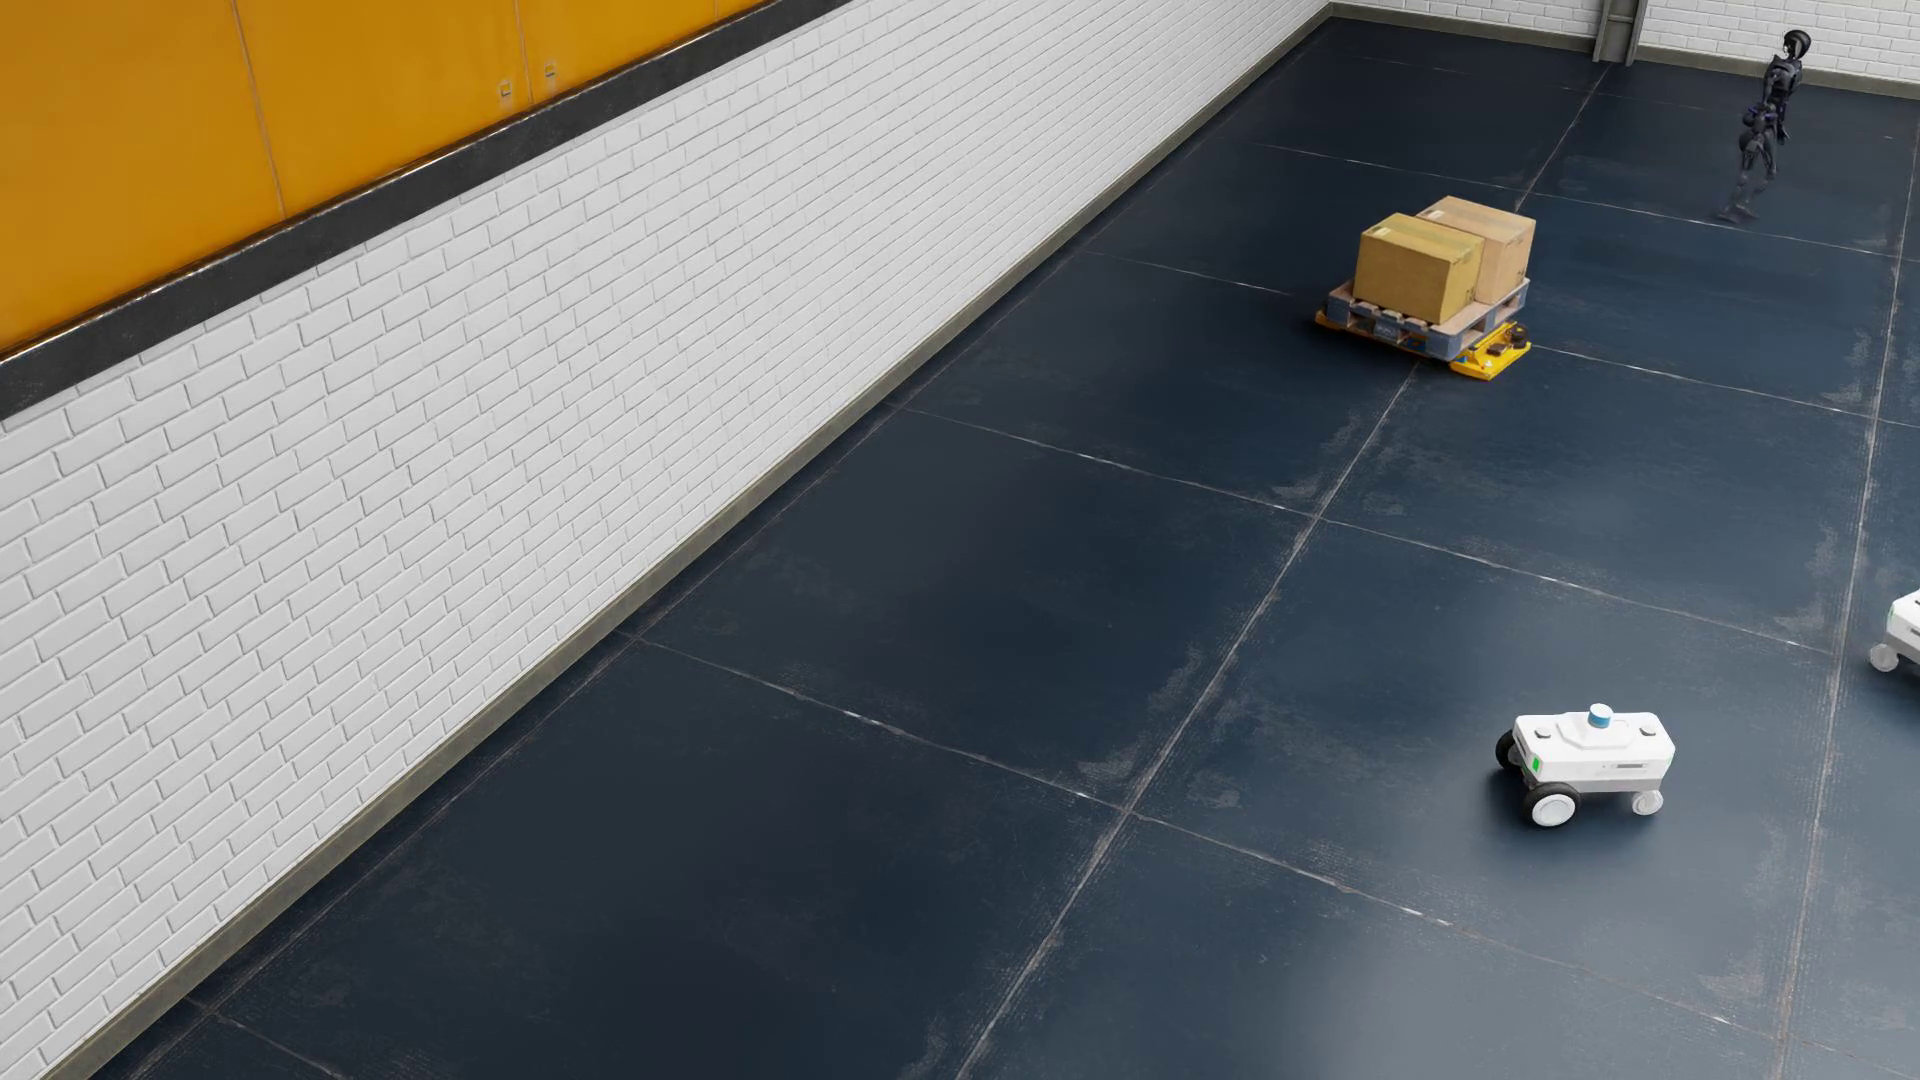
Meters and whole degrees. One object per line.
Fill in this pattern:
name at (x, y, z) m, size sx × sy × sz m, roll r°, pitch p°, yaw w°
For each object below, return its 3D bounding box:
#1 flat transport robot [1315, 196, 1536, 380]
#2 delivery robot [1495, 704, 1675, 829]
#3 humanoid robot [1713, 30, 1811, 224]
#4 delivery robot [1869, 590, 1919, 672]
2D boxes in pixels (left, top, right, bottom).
flat transport robot at (3.428, -1.584, 12.335) m, size 1.431 × 0.231 × 0.659 m, roll 26°, pitch 42°, yaw 33°
delivery robot at (3.052, 1.068, 8.142) m, size 0.794 × 0.606 × 0.499 m, roll -1°, pitch 34°, yaw -2°
humanoid robot at (6.671, -3.422, 13.810) m, size 0.430 × 1.636 × 0.590 m, roll 29°, pitch 43°, yaw 36°
delivery robot at (5.312, 0.606, 8.821) m, size 0.499 × 0.597 × 0.779 m, roll -17°, pitch 38°, yaw -24°
